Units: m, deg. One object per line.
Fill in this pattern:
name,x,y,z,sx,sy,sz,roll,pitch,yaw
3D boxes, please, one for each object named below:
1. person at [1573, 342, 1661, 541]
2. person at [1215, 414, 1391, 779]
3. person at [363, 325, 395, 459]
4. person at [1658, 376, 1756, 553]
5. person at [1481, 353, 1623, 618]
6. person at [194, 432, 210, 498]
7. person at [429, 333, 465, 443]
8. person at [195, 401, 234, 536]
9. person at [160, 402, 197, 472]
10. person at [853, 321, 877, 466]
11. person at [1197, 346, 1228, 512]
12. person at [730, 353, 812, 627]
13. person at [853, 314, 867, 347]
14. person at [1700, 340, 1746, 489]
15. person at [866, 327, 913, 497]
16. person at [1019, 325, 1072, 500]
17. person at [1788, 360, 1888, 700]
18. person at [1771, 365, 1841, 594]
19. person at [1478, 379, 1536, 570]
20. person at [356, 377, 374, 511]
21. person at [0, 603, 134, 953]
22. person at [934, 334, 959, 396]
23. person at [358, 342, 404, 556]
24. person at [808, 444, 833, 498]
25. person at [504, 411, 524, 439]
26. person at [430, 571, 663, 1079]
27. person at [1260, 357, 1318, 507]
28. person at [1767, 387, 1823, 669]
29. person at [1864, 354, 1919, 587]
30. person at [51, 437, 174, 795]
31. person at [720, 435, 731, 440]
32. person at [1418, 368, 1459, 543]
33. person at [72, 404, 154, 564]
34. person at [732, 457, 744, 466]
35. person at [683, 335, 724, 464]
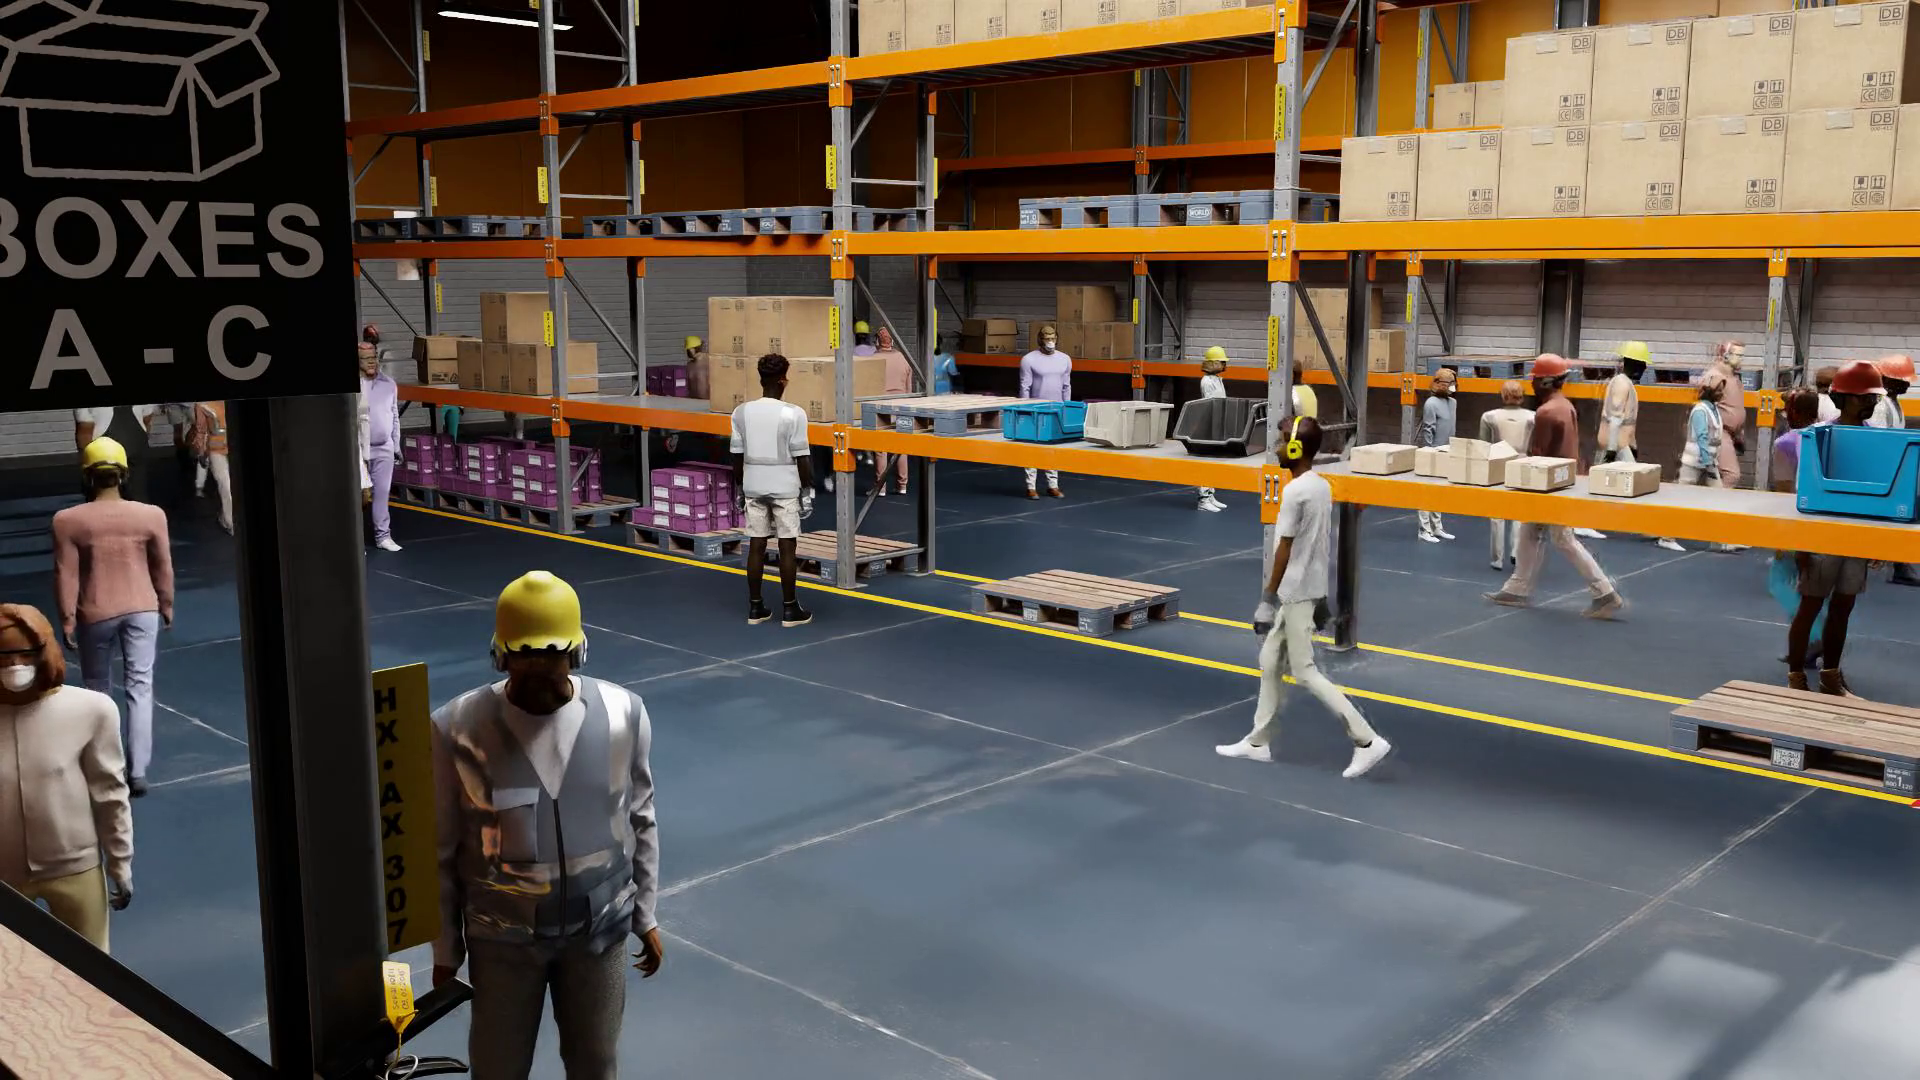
person,6.296,-0.914,15.628,0.991,1.867,0.607,3,10,18
person,1.764,0.287,8.412,0.887,1.837,0.526,4,10,26
person,-7.343,-1.744,20.737,0.622,1.860,0.659,5,10,27
person,6.728,-0.660,14.915,0.850,1.600,0.530,9,13,44
person,4.455,-0.409,12.322,1.010,1.955,0.608,6,11,31
person,-8.237,-1.374,18.650,0.628,1.830,0.897,3,10,16
person,-6.353,-1.664,20.548,0.308,1.772,0.525,6,11,33
person,-7.147,-0.862,16.129,0.816,1.609,0.511,8,12,42
person,-9.776,-1.790,20.832,0.561,1.927,0.523,-1,9,-4
person,-1.308,-1.926,21.823,0.608,1.871,0.983,-4,10,-22
person,2.692,-1.180,17.657,0.294,1.744,0.487,4,10,22
person,-1.338,-0.353,11.931,0.616,1.955,0.361,3,10,20
person,-1.641,-2.552,25.671,0.510,1.877,0.328,2,10,13
person,7.330,-0.961,15.875,0.609,1.883,0.681,8,12,39
person,-0.845,-1.433,18.709,0.640,1.909,0.401,-6,11,-31
person,0.959,-1.415,18.499,0.630,1.938,0.366,-4,10,-22
person,5.093,-0.015,9.594,0.609,2.044,0.397,-3,10,-16
person,6.677,-0.456,13.017,0.653,1.816,0.665,-2,9,-12
person,4.671,-0.556,14.182,0.546,1.622,0.412,2,10,14
person,-5.305,-0.749,14.163,0.618,2.025,0.516,-9,13,-44
person,-2.656,0.975,4.807,0.495,1.627,0.286,-4,10,-24
person,-0.250,-2.087,23.479,0.755,1.675,0.328,1,9,7
person,-5.293,-0.818,14.938,0.399,1.910,0.643,8,12,41
person,-1.611,-1.417,18.634,0.622,1.900,0.435,-1,9,-3
person,-6.575,-2.322,24.203,0.684,1.886,0.529,1,9,9
person,-1.039,0.972,4.199,0.601,1.827,0.403,-4,10,-25
person,2.827,-0.661,14.231,0.456,1.832,0.640,7,11,36
person,5.401,-0.063,10.609,0.569,1.816,0.495,-3,10,-17
person,7.412,-0.577,13.527,0.547,1.895,0.915,-8,12,-41
person,-4.201,0.353,8.271,0.542,1.727,0.831,-6,11,-33
person,-3.453,-2.348,24.549,0.750,1.830,0.560,4,10,25
person,4.515,-0.797,15.643,0.264,1.632,0.507,9,13,44
person,-7.162,-0.735,14.021,0.550,2.000,0.686,6,11,33
person,-2.502,-1.680,20.602,0.850,1.793,0.649,2,9,12
person,-3.185,-1.710,20.938,0.630,1.737,0.524,7,12,38
